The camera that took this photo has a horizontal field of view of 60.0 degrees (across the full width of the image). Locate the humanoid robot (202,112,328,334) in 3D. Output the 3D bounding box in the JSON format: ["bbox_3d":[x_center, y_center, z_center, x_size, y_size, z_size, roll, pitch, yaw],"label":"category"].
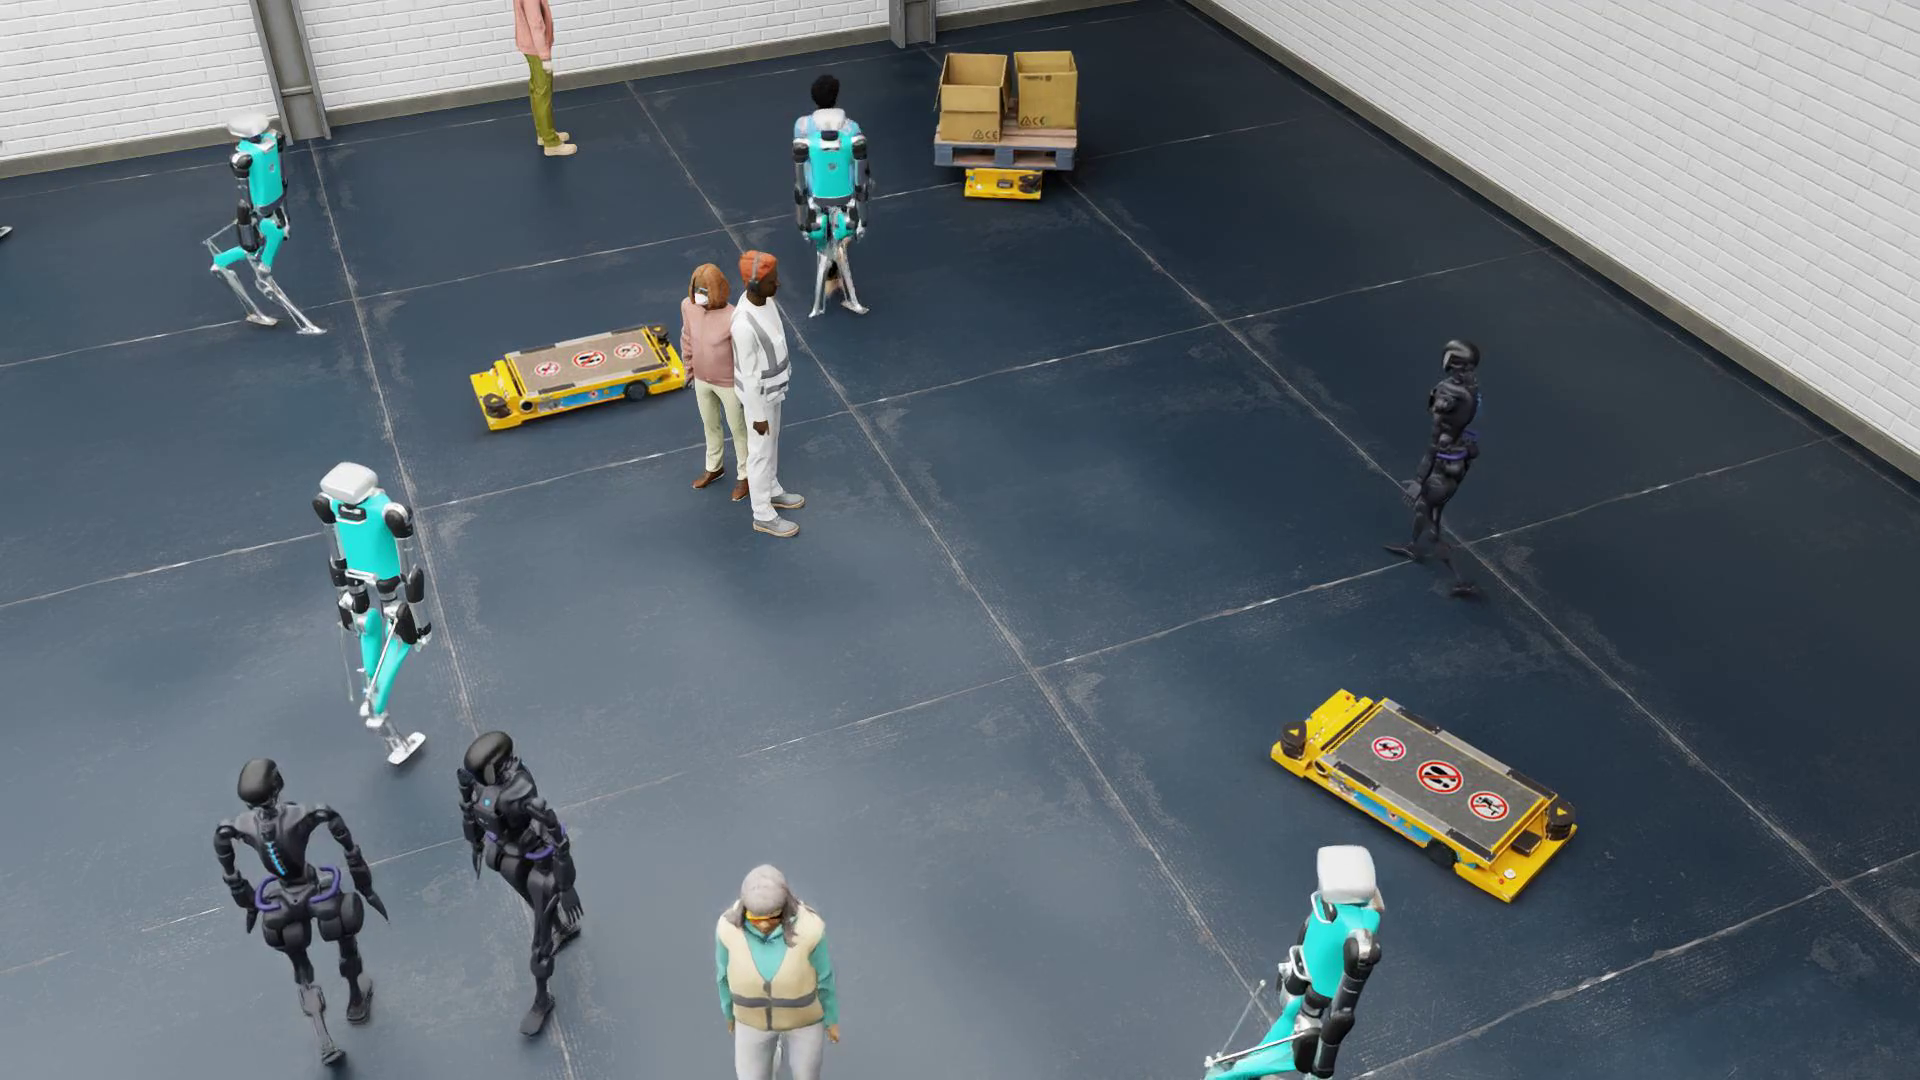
[{"bbox_3d":[-5.162,-2.246,12.005,0.872,1.769,0.530,9,38,11],"label":"humanoid robot"}]

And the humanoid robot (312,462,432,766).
[{"bbox_3d":[-3.012,0.549,8.438,0.542,1.893,0.728,12,39,15],"label":"humanoid robot"}]

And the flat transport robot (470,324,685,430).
[{"bbox_3d":[-2.693,-1.168,11.794,1.431,0.231,0.659,-15,40,-19],"label":"flat transport robot"}]

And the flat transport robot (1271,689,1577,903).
[{"bbox_3d":[2.393,1.268,8.624,1.431,0.231,0.659,31,47,34],"label":"flat transport robot"}]

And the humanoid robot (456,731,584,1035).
[{"bbox_3d":[-1.932,1.412,7.292,0.613,1.630,0.608,18,41,22],"label":"humanoid robot"}]

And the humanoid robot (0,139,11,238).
[{"bbox_3d":[-7.971,-3.124,13.181,0.564,1.838,0.722,6,38,8],"label":"humanoid robot"}]

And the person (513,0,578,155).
[{"bbox_3d":[-3.695,-4.301,14.586,0.371,1.837,0.523,-13,39,-16],"label":"person"}]

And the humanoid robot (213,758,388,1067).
[{"bbox_3d":[-2.775,1.588,7.056,0.590,1.632,0.551,-8,38,-10],"label":"humanoid robot"}]

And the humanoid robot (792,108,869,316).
[{"bbox_3d":[-0.941,-2.399,12.195,0.530,1.782,0.782,-4,38,-6],"label":"humanoid robot"}]

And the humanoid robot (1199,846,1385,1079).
[{"bbox_3d":[1.262,1.887,6.597,0.982,1.731,0.549,-2,38,-2],"label":"humanoid robot"}]

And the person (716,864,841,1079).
[{"bbox_3d":[-0.713,1.887,6.647,0.475,1.699,0.426,-1,38,-2],"label":"person"}]

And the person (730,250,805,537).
[{"bbox_3d":[-1.181,-0.895,10.114,0.357,1.884,0.571,3,38,4],"label":"person"}]

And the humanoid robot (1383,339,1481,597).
[{"bbox_3d":[2.872,-0.429,9.708,0.648,1.661,0.598,25,44,29],"label":"humanoid robot"}]

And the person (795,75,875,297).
[{"bbox_3d":[-0.937,-2.762,12.723,0.547,1.659,0.842,13,39,17],"label":"person"}]

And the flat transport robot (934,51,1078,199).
[{"bbox_3d":[0.412,-3.403,14.704,0.659,0.231,1.431,3,38,4],"label":"flat transport robot"}]

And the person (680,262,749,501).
[{"bbox_3d":[-1.525,-0.997,10.446,0.499,1.636,0.285,18,41,22],"label":"person"}]
